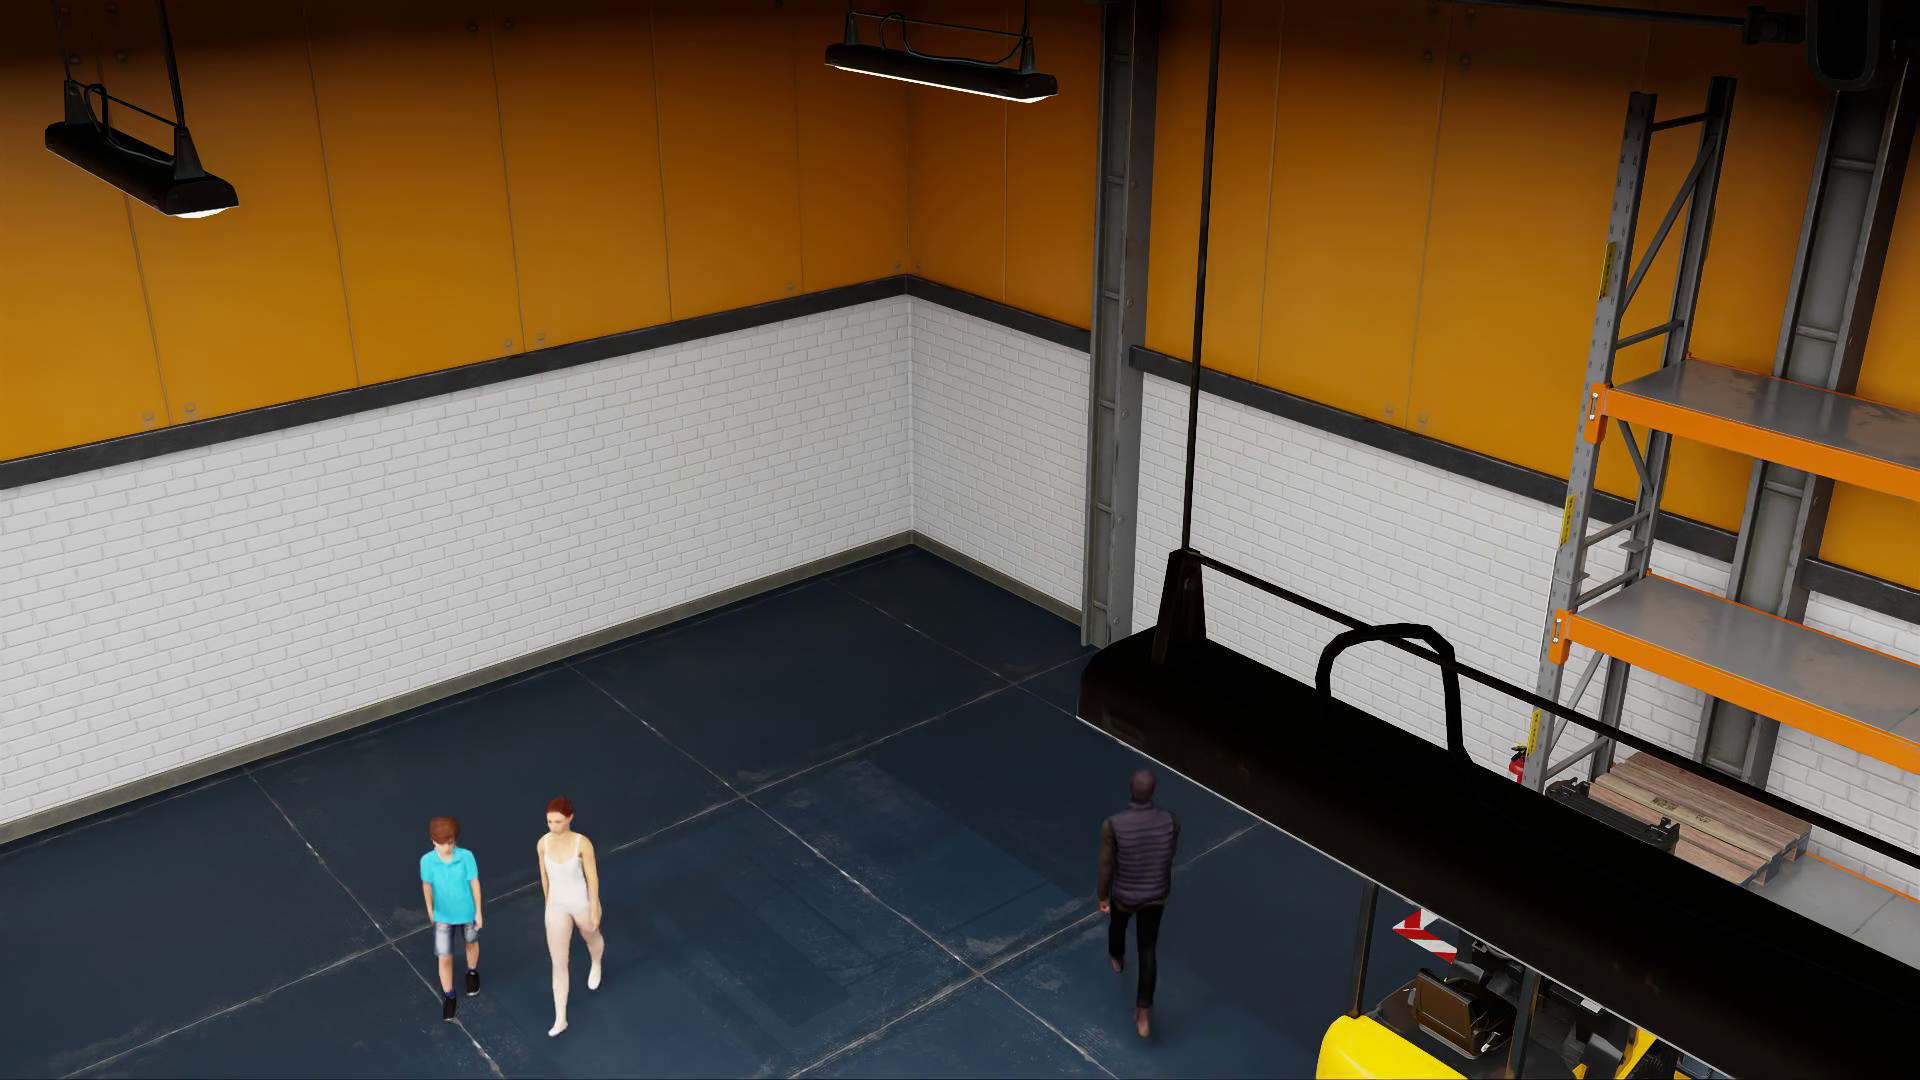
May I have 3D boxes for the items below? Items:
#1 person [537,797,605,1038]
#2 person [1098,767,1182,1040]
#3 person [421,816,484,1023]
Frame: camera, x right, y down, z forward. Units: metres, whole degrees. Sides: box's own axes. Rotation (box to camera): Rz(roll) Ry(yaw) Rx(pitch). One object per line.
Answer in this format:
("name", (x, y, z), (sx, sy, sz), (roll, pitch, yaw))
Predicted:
("person", (-2.545, 2.397, 11.061), (1.002, 1.597, 1.076), (1, 24, 3))
("person", (1.191, 2.383, 10.865), (1.180, 1.780, 1.337), (-2, 24, -5))
("person", (-3.382, 2.436, 11.182), (0.698, 1.429, 0.833), (-6, 24, -14))
